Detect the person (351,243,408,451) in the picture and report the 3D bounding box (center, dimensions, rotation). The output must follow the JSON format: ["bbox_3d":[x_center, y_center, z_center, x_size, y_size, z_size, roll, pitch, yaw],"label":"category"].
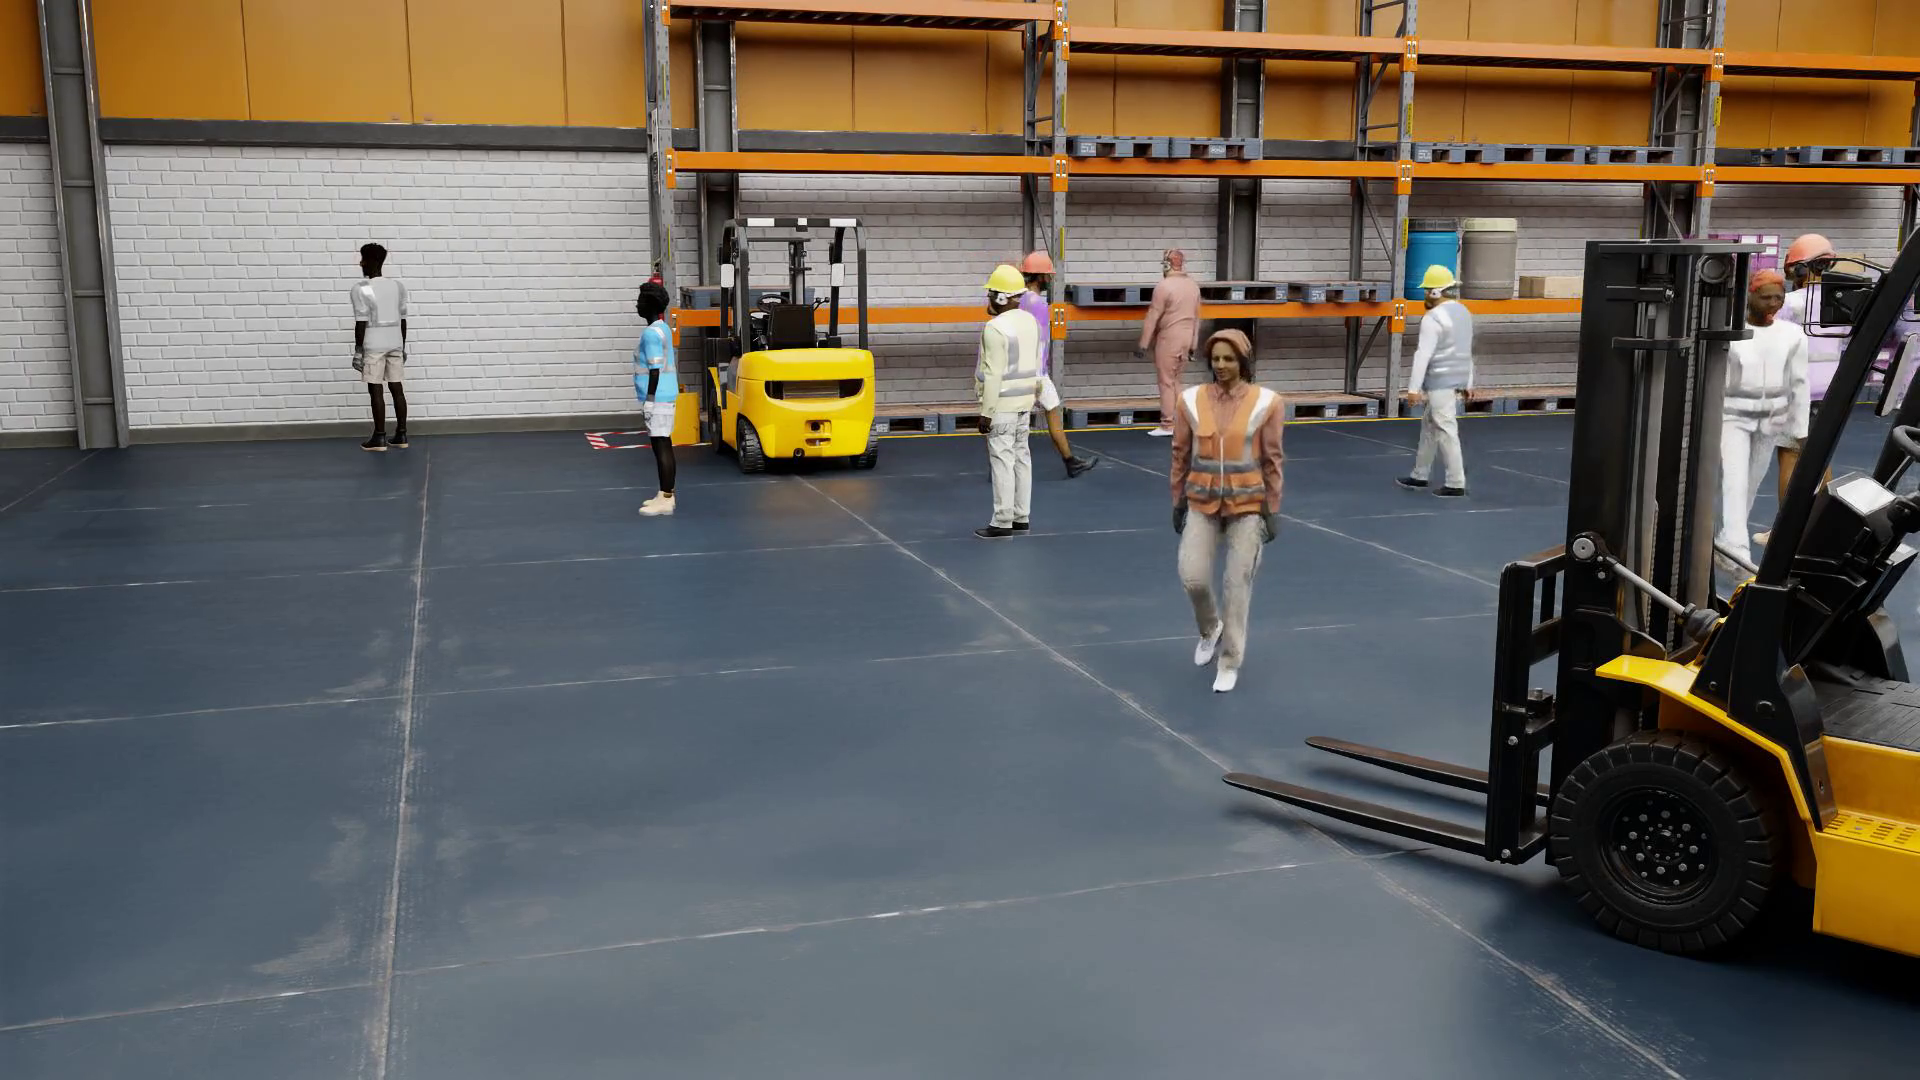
[{"bbox_3d":[-5.516,-1.832,15.822,0.366,1.966,0.607,6,12,31],"label":"person"}]

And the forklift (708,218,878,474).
[{"bbox_3d":[-1.522,-1.778,14.899,1.214,2.155,2.313,-3,11,-17],"label":"forklift"}]

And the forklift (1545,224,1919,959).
[{"bbox_3d":[2.909,0.117,4.508,2.313,2.155,1.214,9,14,40],"label":"forklift"}]

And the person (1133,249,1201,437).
[{"bbox_3d":[2.109,-1.985,16.848,0.475,1.898,0.666,9,14,41],"label":"person"}]

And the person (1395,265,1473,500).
[{"bbox_3d":[3.662,-1.228,12.963,0.802,1.794,0.610,10,14,43],"label":"person"}]

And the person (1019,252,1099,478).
[{"bbox_3d":[0.683,-1.421,13.766,0.957,1.888,0.569,-5,11,-25],"label":"person"}]

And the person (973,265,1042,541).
[{"bbox_3d":[0.301,-0.913,11.136,0.404,1.837,0.590,6,12,30],"label":"person"}]

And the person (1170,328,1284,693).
[{"bbox_3d":[1.198,-0.137,7.472,0.517,1.625,0.397,4,11,21],"label":"person"}]

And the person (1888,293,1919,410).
[{"bbox_3d":[11.187,-2.445,19.393,0.505,1.884,0.681,-3,11,-15],"label":"person"}]

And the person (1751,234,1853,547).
[{"bbox_3d":[5.454,-0.949,10.777,0.604,2.042,0.381,-2,11,-13],"label":"person"}]

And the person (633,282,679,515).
[{"bbox_3d":[-2.224,-1.032,12.165,0.318,1.700,0.537,-1,10,-3],"label":"person"}]

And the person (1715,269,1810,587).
[{"bbox_3d":[4.662,-0.661,9.791,0.582,1.840,0.968,0,10,2],"label":"person"}]
